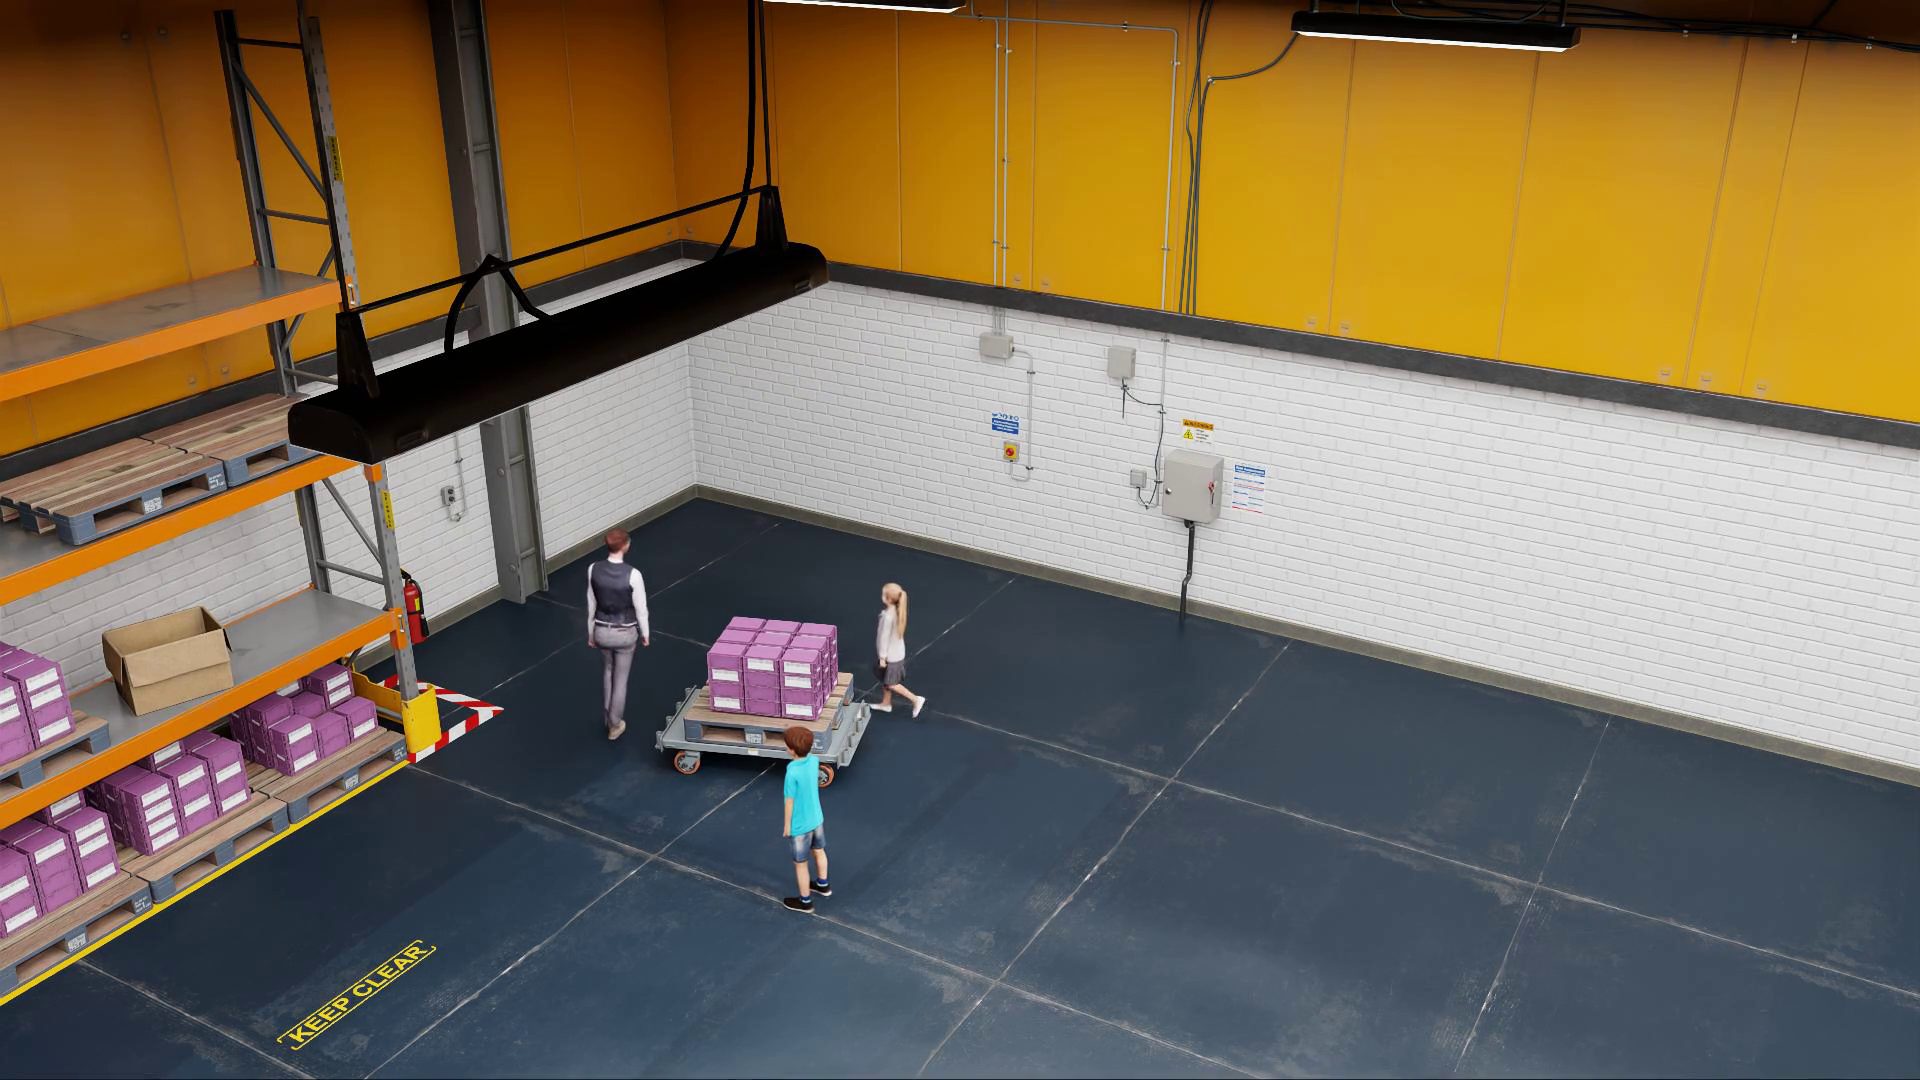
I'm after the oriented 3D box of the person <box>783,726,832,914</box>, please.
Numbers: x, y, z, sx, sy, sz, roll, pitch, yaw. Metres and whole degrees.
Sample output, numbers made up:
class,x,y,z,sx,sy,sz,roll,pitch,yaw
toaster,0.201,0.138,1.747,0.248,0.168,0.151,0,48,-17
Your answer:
class,x,y,z,sx,sy,sz,roll,pitch,yaw
person,-1.111,1.987,11.964,0.568,1.447,0.405,13,27,27

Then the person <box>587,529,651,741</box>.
class,x,y,z,sx,sy,sz,roll,pitch,yaw
person,-2.935,0.832,14.013,0.754,1.923,0.727,4,24,9

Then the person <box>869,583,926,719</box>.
class,x,y,z,sx,sy,sz,roll,pitch,yaw
person,-0.550,0.981,14.495,0.697,1.262,0.758,6,24,13
